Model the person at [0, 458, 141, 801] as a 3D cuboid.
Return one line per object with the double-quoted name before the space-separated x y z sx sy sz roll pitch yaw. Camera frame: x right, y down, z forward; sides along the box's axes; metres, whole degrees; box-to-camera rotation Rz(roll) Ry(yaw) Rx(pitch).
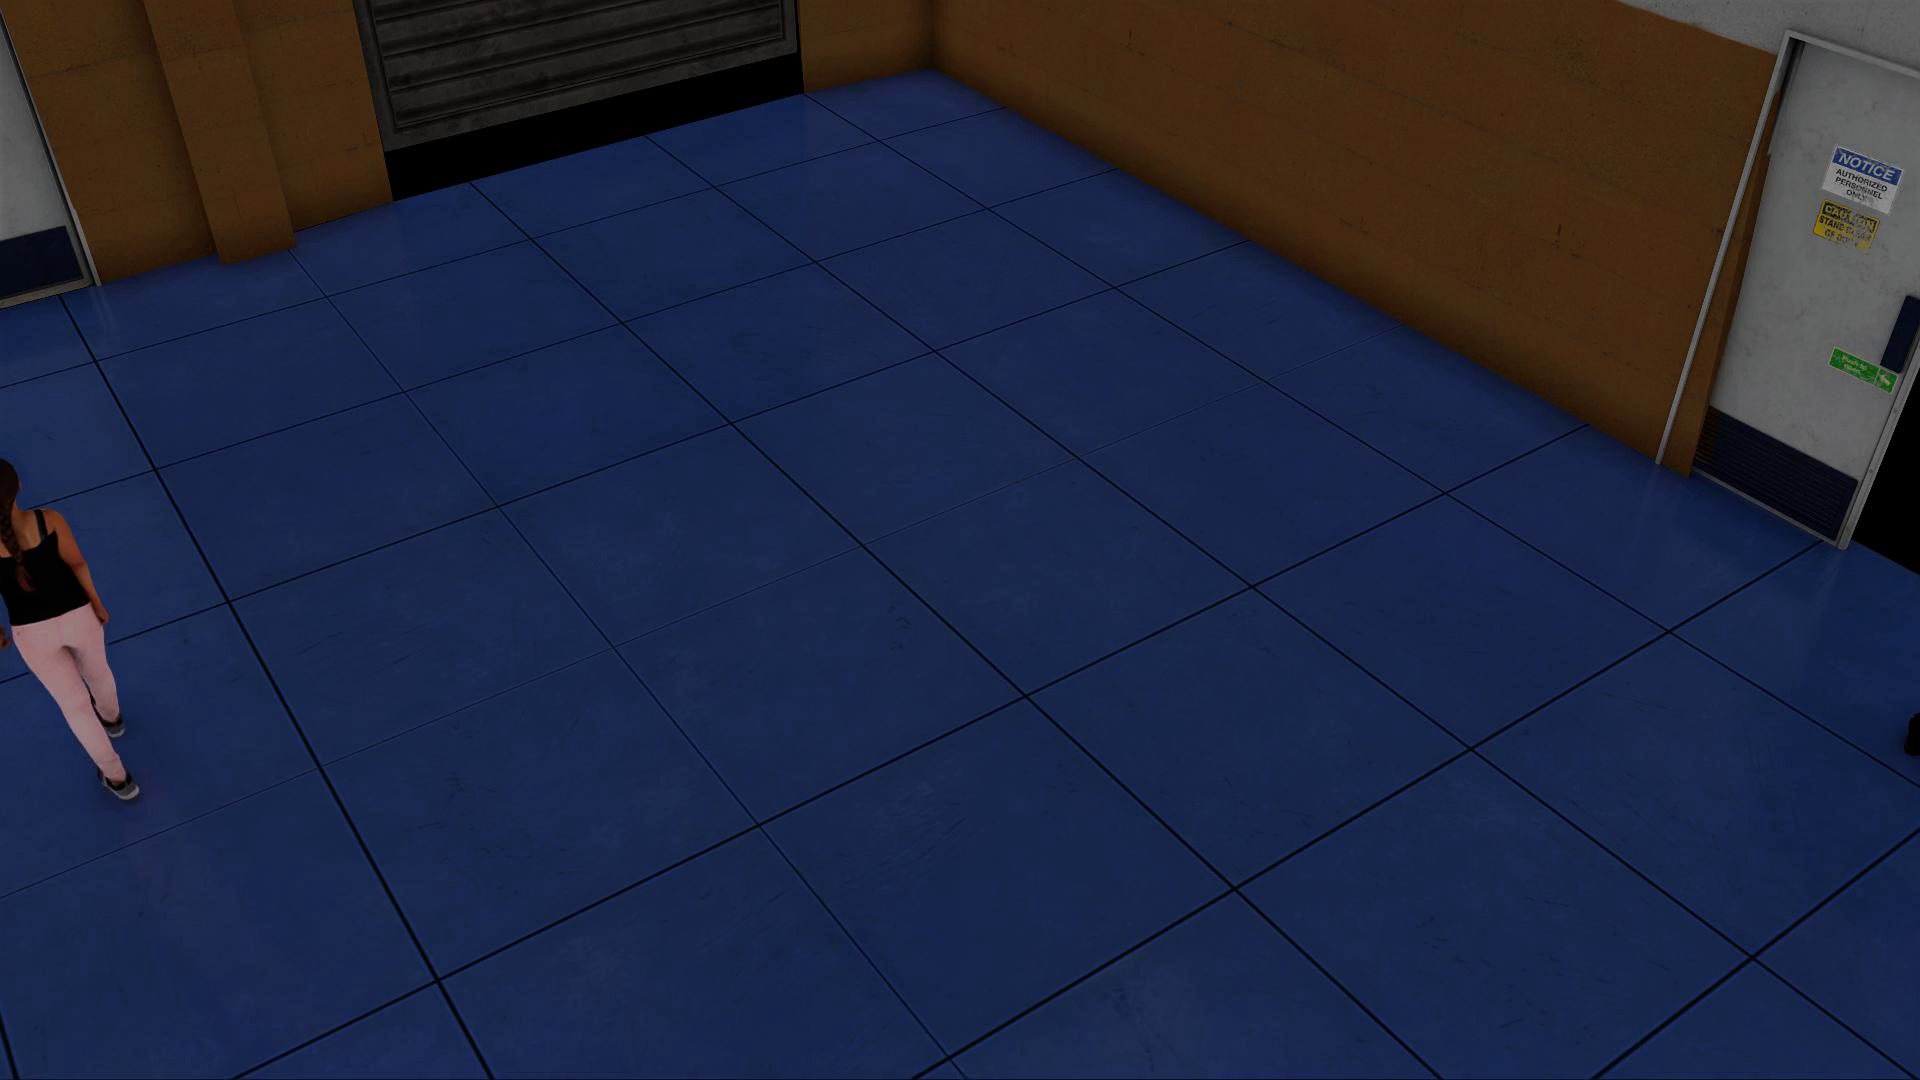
"person" -3.448 0.368 6.377 0.857 1.537 0.679 -29 46 -33
